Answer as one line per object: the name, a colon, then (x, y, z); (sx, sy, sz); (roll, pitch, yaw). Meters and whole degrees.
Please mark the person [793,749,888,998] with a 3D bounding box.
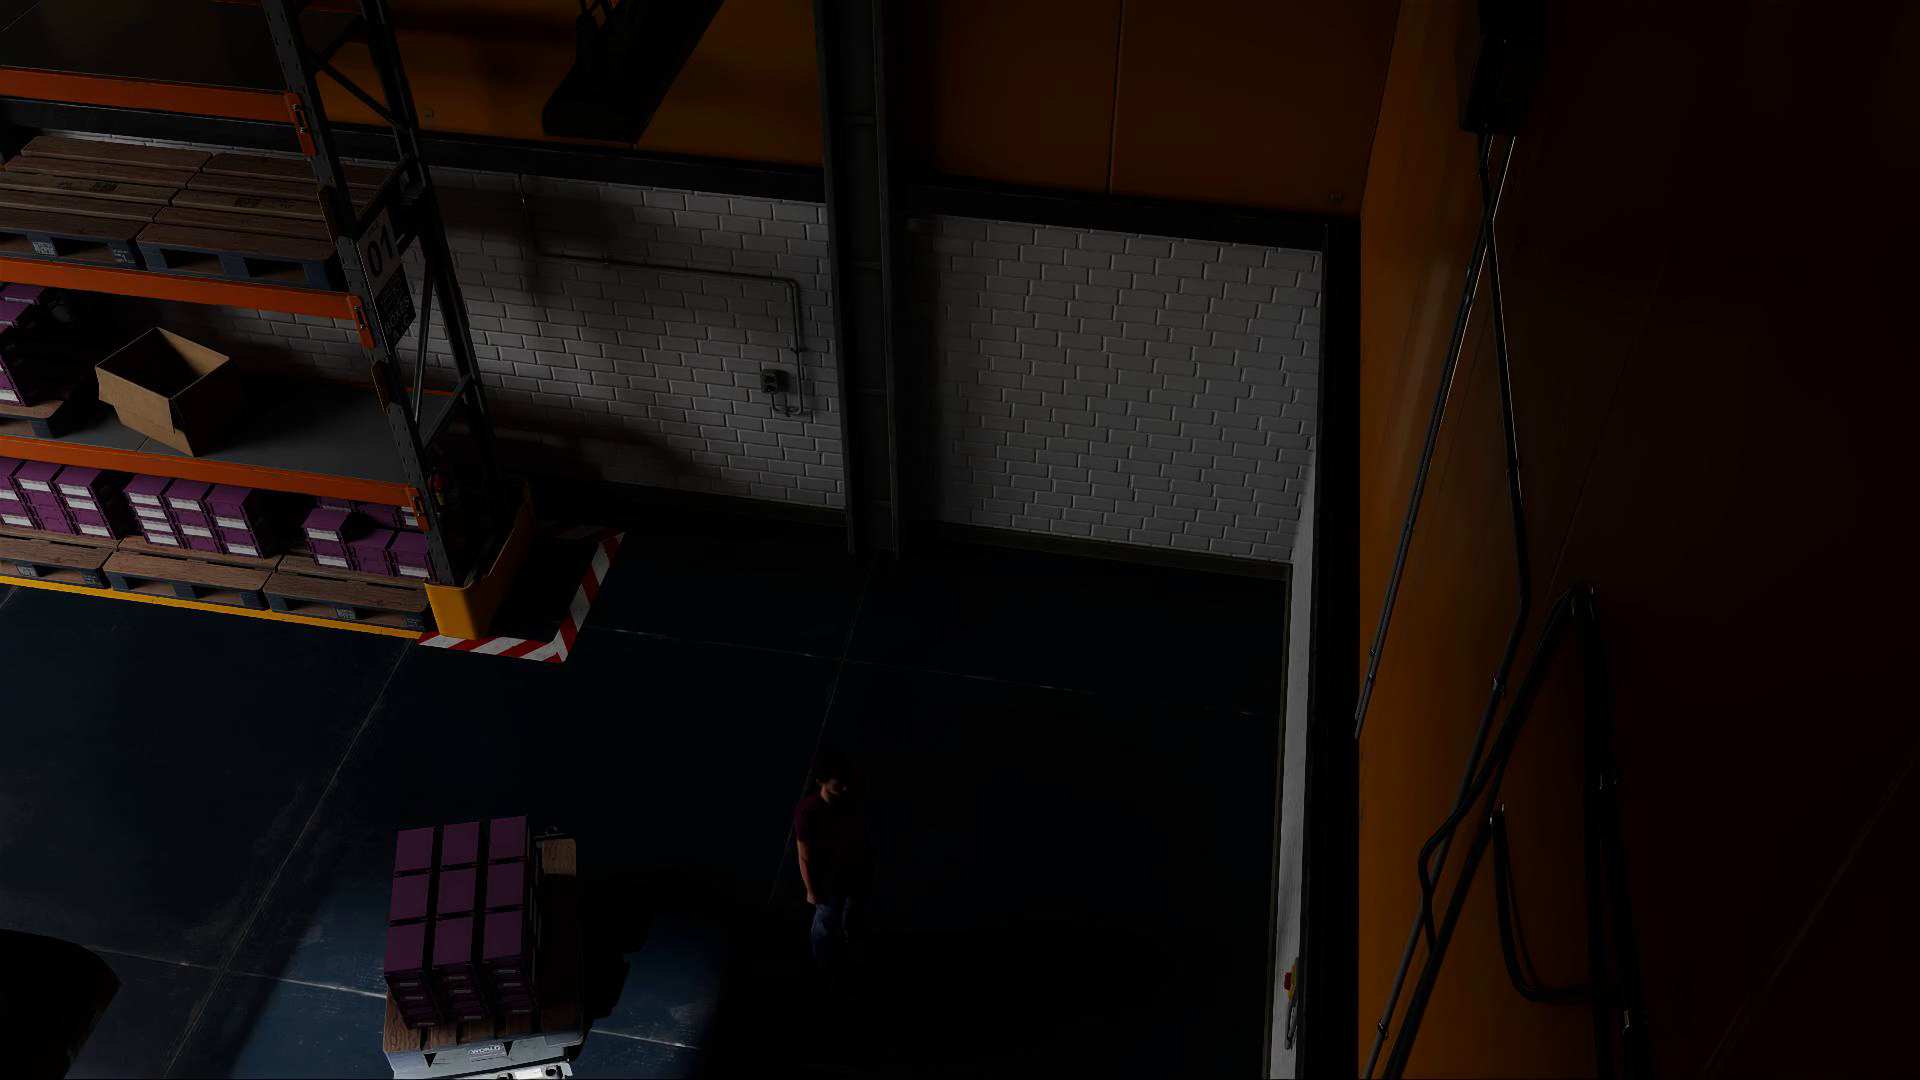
person: (-0.662, 1.766, 9.083); (0.741, 1.855, 0.744); (30, 51, 28)
